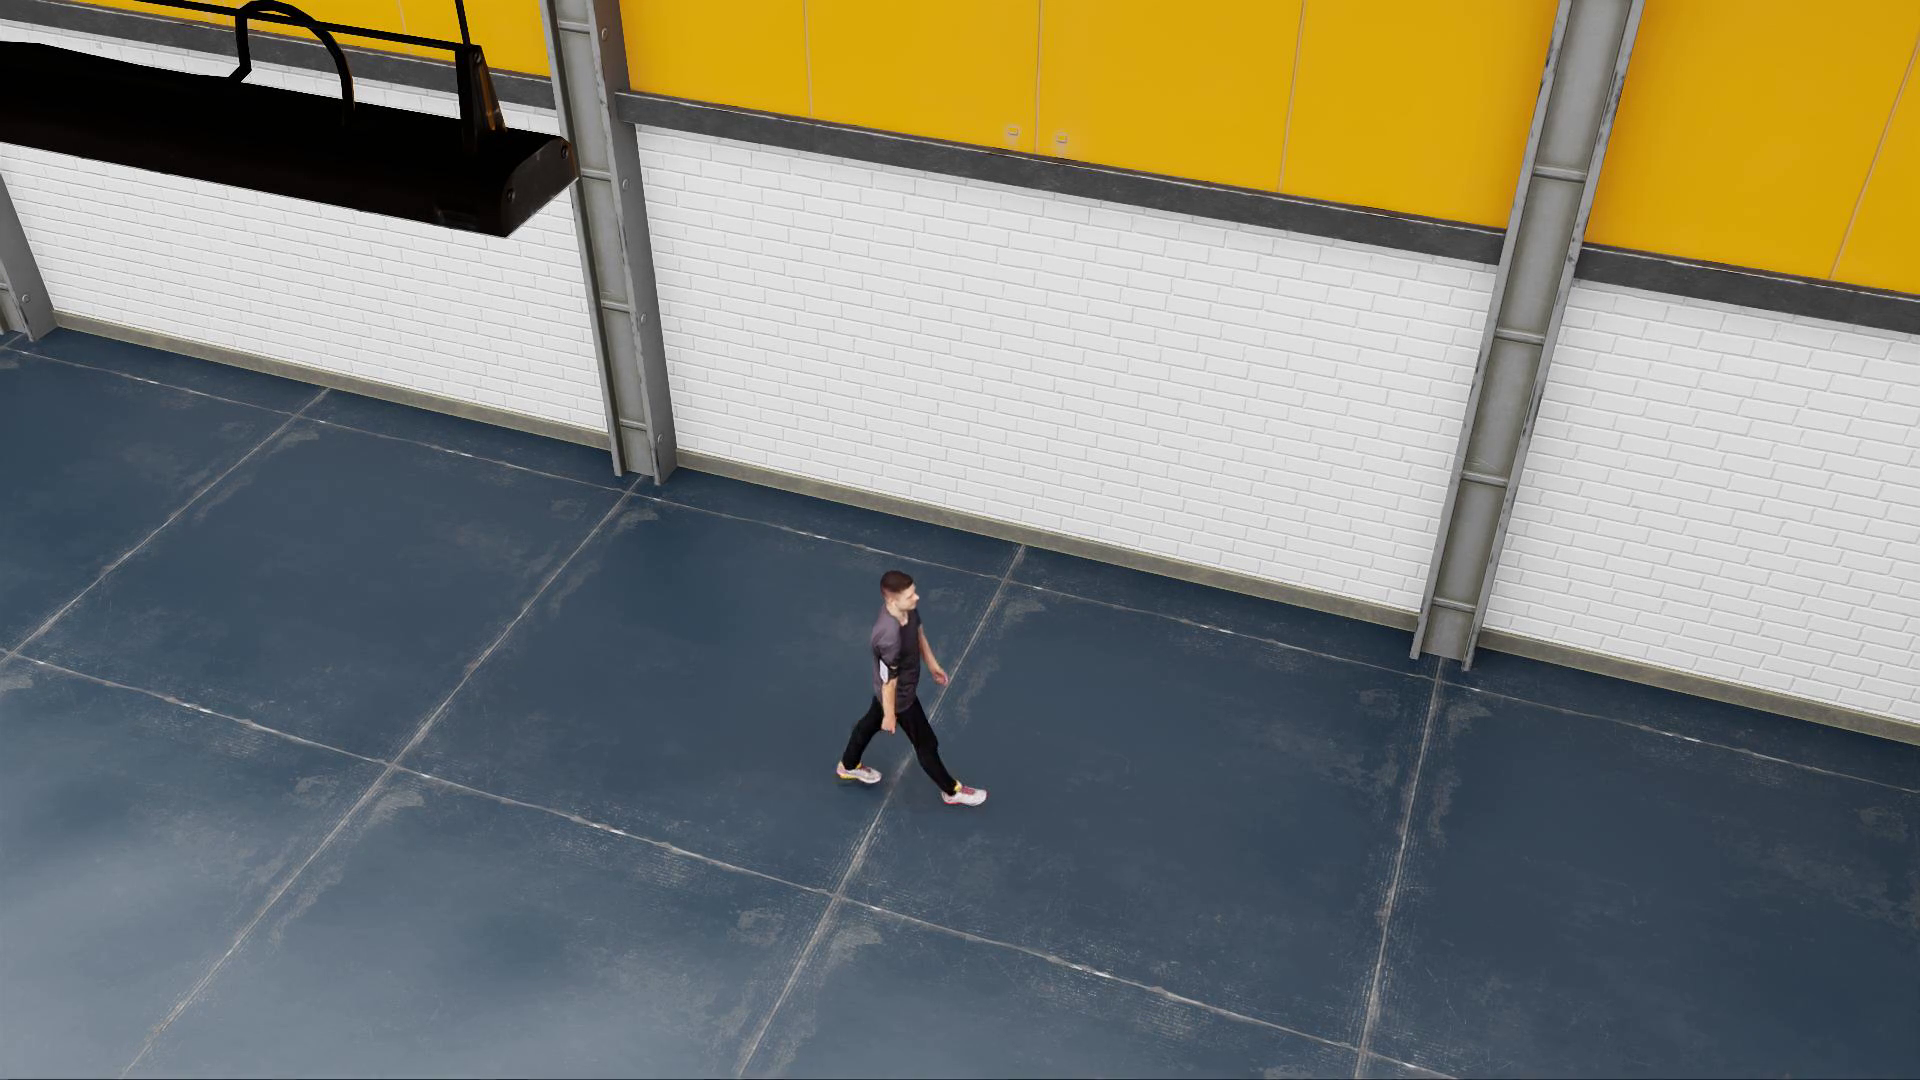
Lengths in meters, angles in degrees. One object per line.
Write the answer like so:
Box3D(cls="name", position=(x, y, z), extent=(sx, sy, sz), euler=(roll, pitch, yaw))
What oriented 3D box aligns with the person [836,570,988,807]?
Box3D(cls="person", position=(-0.436, 0.860, 9.619), extent=(1.232, 1.716, 0.844), euler=(4, 39, 5))
